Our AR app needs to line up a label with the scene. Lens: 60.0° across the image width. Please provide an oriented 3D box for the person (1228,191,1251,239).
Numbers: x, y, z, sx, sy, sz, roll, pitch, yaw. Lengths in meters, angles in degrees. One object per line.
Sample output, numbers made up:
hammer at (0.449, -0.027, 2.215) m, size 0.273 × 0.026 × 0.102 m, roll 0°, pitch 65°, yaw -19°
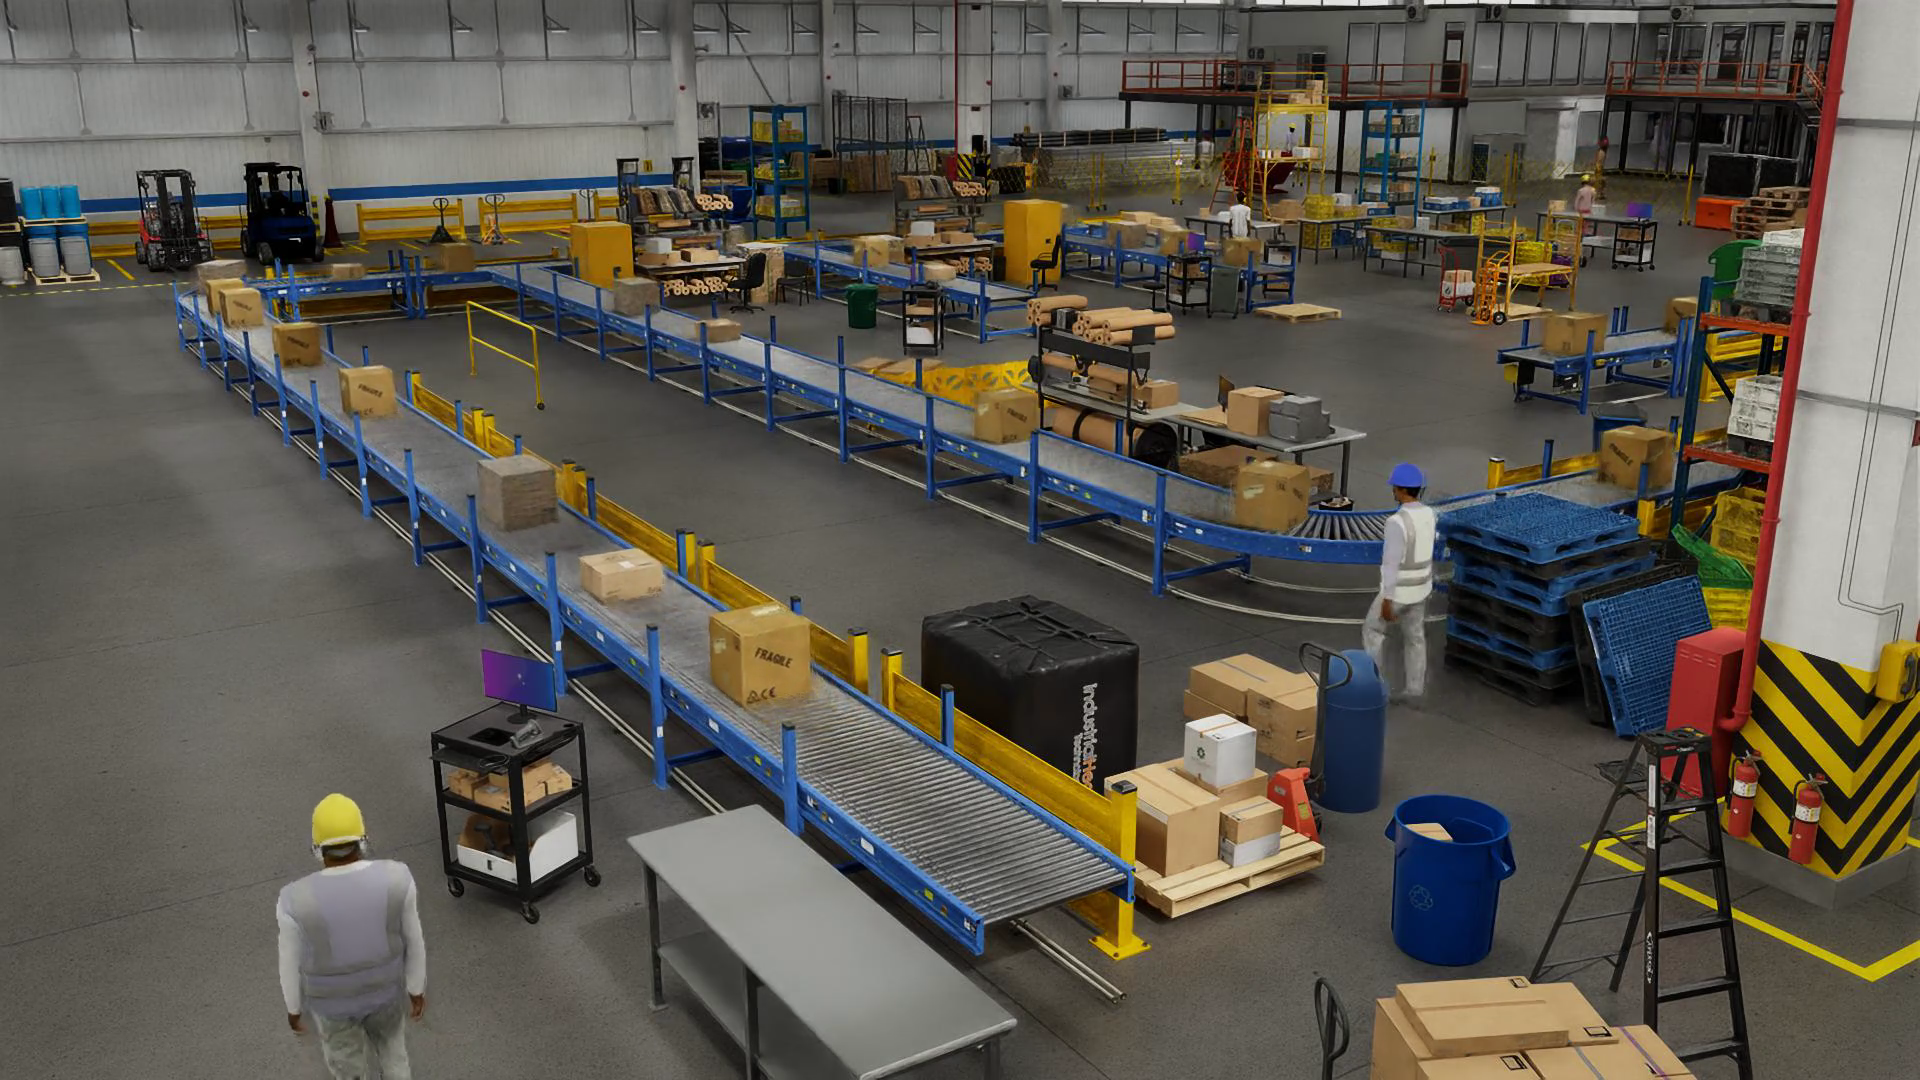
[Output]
person at (6.012, -6.546, 35.722) m, size 0.514 × 1.872 × 0.328 m, roll 9°, pitch 19°, yaw 28°

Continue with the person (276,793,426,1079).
person at (-2.702, 1.990, 7.412) m, size 0.595 × 1.817 × 0.425 m, roll -11°, pitch 20°, yaw -33°

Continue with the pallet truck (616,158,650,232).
pallet truck at (-8.918, -9.176, 44.255) m, size 0.823 × 1.965 × 1.885 m, roll -9°, pitch 19°, yaw -27°

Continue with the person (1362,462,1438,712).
person at (3.305, 0.338, 12.713) m, size 0.656 × 1.919 × 0.746 m, roll -15°, pitch 22°, yaw -40°

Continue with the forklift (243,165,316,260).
forklift at (-15.898, -7.669, 38.708) m, size 1.157 × 1.987 × 2.680 m, roll -11°, pitch 20°, yaw -33°

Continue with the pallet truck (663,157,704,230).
pallet truck at (-7.586, -9.308, 44.692) m, size 0.823 × 1.965 × 1.885 m, roll -11°, pitch 20°, yaw -33°

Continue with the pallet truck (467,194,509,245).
pallet truck at (-11.983, -8.177, 42.137) m, size 0.704 × 1.261 × 1.522 m, roll -11°, pitch 20°, yaw -33°

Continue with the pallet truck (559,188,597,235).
pallet truck at (-10.010, -8.652, 43.699) m, size 0.653 × 1.274 × 1.630 m, roll -10°, pitch 20°, yaw -31°

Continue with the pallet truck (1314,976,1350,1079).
pallet truck at (2.299, 2.390, 7.086) m, size 1.601 × 1.201 × 0.680 m, roll -2°, pitch 17°, yaw -7°

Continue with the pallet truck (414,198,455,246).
pallet truck at (-13.250, -8.060, 41.856) m, size 0.680 × 1.201 × 1.601 m, roll -10°, pitch 20°, yaw -31°

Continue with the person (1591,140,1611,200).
person at (20.557, -11.814, 53.185) m, size 0.760 × 1.902 × 0.544 m, roll 14°, pitch 22°, yaw 39°

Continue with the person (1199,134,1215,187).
person at (8.657, -13.303, 58.284) m, size 0.578 × 1.822 × 1.012 m, roll 7°, pitch 18°, yaw 22°

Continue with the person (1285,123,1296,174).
person at (12.670, -15.012, 63.808) m, size 0.374 × 1.919 × 0.585 m, roll 5°, pitch 17°, yaw 15°

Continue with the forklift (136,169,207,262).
forklift at (-17.842, -7.318, 37.559) m, size 1.157 × 1.987 × 2.680 m, roll -10°, pitch 20°, yaw -31°

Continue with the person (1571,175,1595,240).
person at (15.488, -8.229, 41.521) m, size 0.552 × 1.738 × 0.713 m, roll -5°, pitch 18°, yaw -18°

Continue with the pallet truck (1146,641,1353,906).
pallet truck at (1.664, 1.407, 10.232) m, size 1.630 × 1.274 × 0.653 m, roll -10°, pitch 20°, yaw -31°
